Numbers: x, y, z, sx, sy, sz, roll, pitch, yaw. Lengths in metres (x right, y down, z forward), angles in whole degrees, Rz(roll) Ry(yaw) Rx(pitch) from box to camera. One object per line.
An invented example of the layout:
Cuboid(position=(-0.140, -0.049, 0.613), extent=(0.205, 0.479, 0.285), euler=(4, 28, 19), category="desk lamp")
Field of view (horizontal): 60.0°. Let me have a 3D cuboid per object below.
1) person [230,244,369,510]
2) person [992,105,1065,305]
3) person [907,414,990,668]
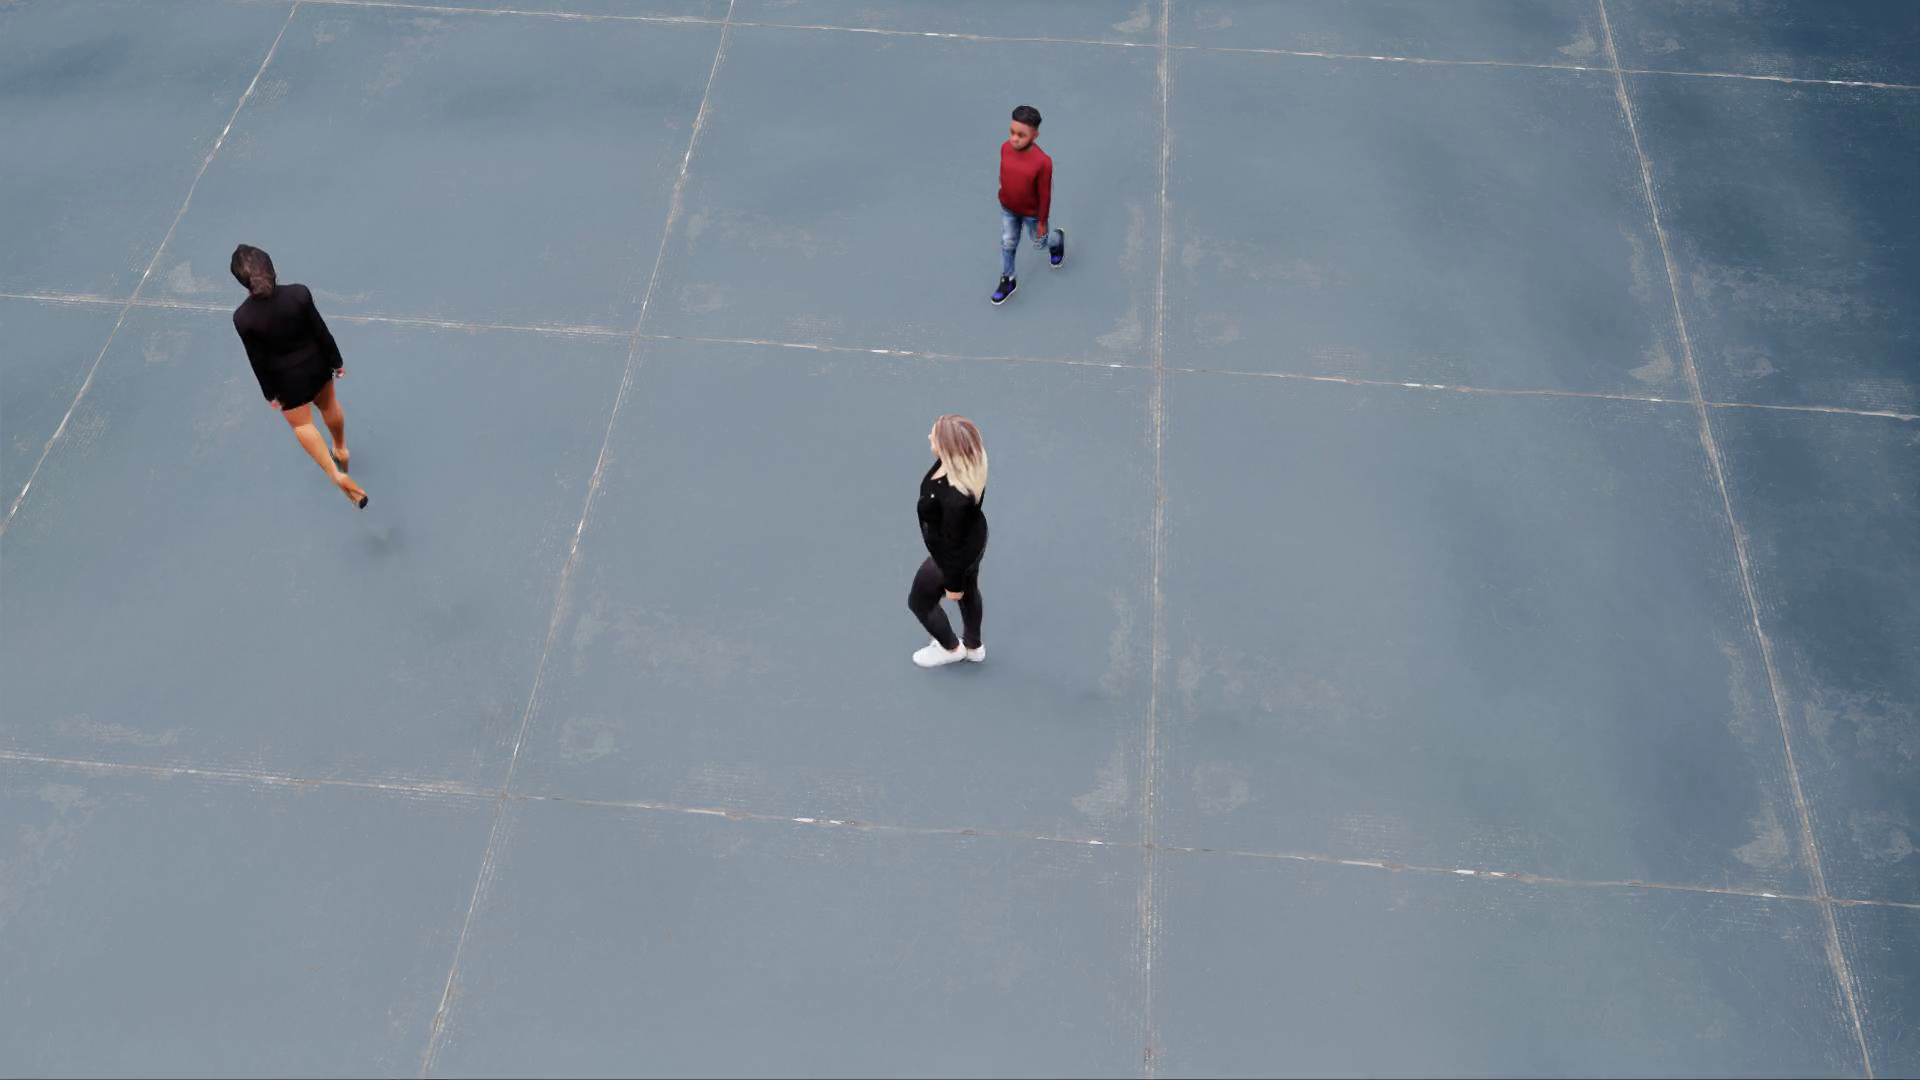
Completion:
Cuboid(position=(-3.220, -0.772, 8.206), extent=(0.905, 1.622, 0.951), euler=(-31, 58, -22), category="person")
Cuboid(position=(0.403, -1.918, 9.334), extent=(0.826, 1.241, 0.794), euler=(28, 57, 20), category="person")
Cuboid(position=(0.072, 0.058, 7.529), extent=(0.602, 1.676, 0.660), euler=(8, 53, 7), category="person")
